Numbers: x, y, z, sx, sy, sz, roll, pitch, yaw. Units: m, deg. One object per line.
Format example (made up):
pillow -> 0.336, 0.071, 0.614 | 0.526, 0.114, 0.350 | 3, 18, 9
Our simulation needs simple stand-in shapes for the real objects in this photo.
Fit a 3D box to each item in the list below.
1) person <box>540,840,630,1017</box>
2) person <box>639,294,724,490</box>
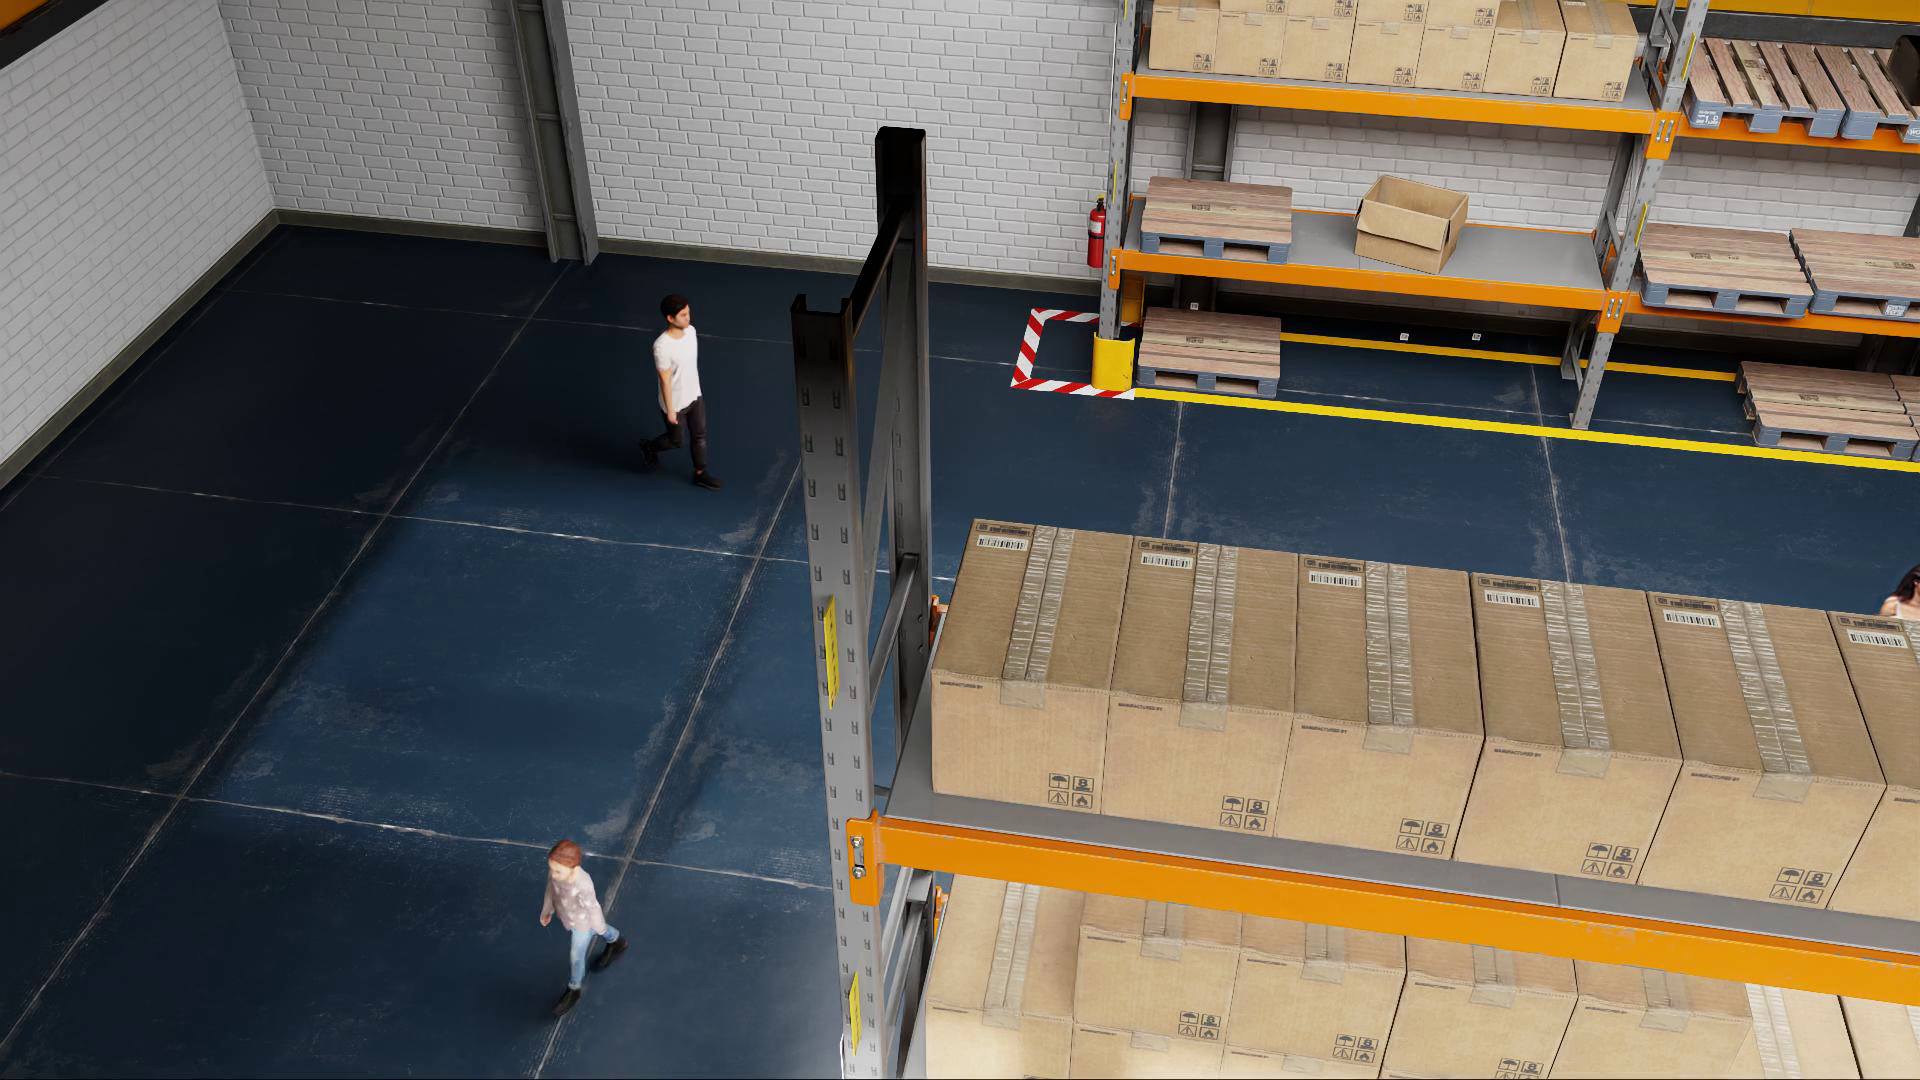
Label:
person -> -2.076, 2.046, 9.229 | 0.832, 1.168, 0.795 | 28, 46, 30
person -> -2.211, -1.133, 12.780 | 1.034, 1.704, 0.841 | 20, 43, 23
